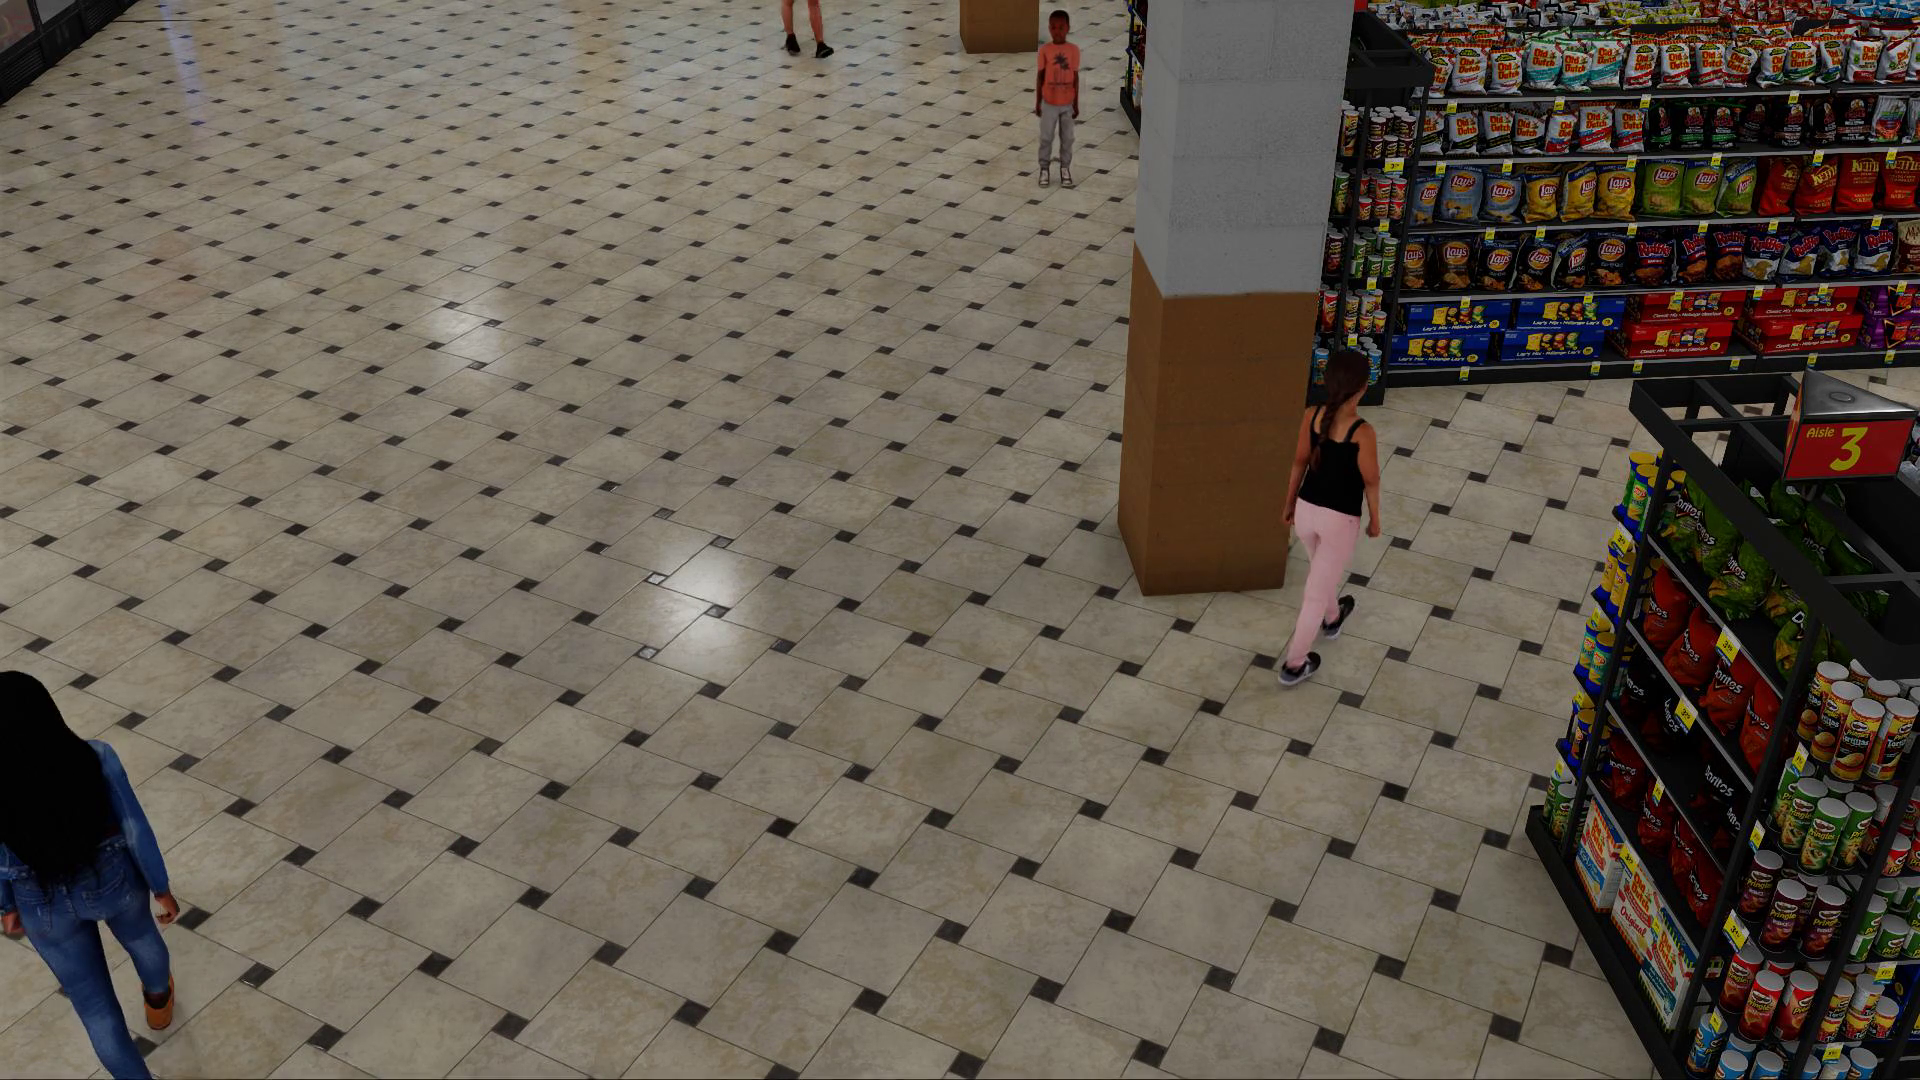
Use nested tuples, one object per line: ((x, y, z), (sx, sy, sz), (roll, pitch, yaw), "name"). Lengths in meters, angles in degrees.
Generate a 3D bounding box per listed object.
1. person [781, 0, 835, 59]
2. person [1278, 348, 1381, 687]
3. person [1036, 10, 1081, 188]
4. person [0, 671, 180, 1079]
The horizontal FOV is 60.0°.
((-1.551, -5.450, 15.518), (1.134, 1.814, 0.954), (-12, 34, -19), "person")
((1.523, -0.044, 7.099), (0.975, 1.529, 0.878), (-27, 41, -36), "person")
((0.756, -3.361, 12.636), (0.461, 1.311, 0.562), (1, 32, 2), "person")
((-2.610, 1.162, 5.008), (1.029, 1.691, 0.975), (-19, 37, -28), "person")
